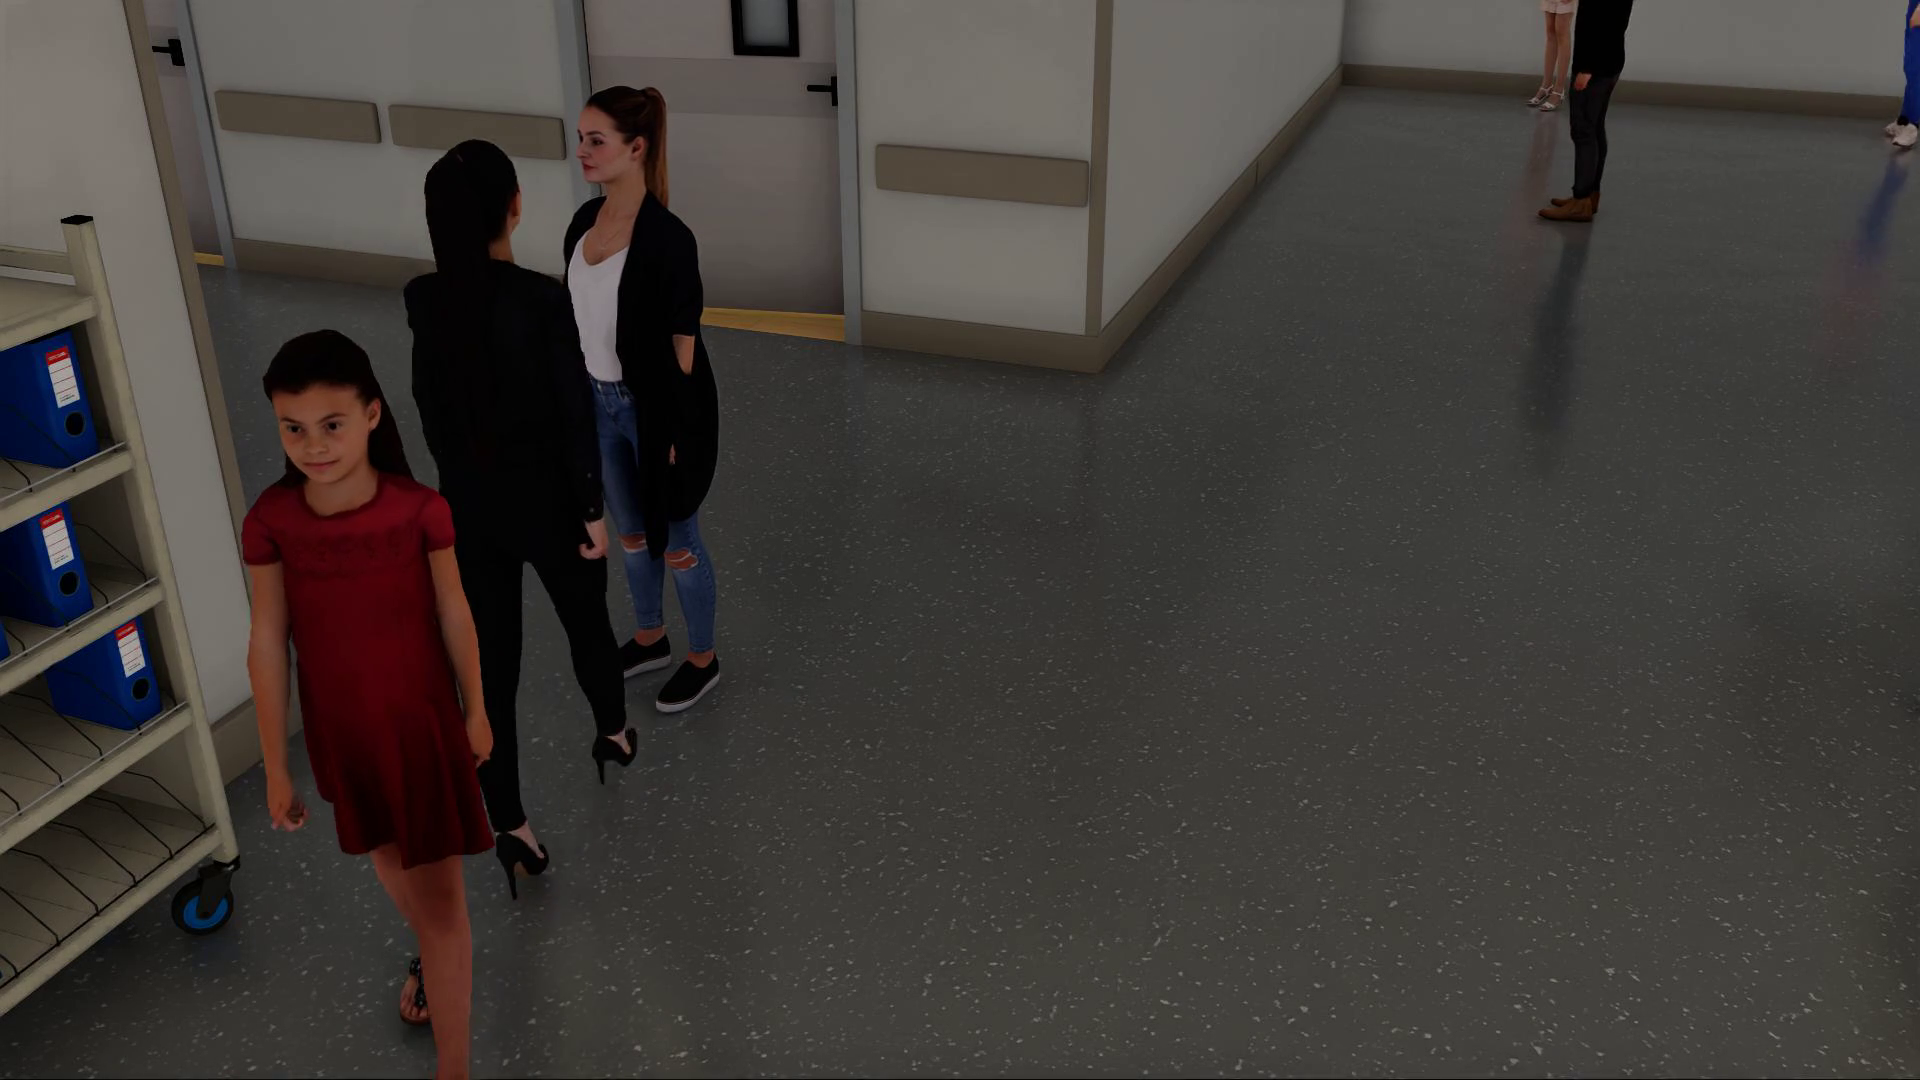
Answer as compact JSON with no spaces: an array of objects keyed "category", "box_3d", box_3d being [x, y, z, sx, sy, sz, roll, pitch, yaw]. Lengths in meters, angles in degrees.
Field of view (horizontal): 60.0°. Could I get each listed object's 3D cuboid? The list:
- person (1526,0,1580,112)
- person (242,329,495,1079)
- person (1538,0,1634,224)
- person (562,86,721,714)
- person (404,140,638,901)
[{"category":"person","box_3d":[4.303,-3.953,11.825,0.716,1.736,0.618,-5,26,-10]},{"category":"person","box_3d":[-1.103,0.316,3.219,0.832,1.523,1.032,-4,26,-7]},{"category":"person","box_3d":[3.478,-2.620,9.076,0.755,1.722,0.545,16,30,29]},{"category":"person","box_3d":[-0.835,-0.349,4.411,0.700,1.684,0.669,19,32,35]},{"category":"person","box_3d":[-0.999,0.016,3.664,0.722,1.677,0.944,3,26,6]}]
